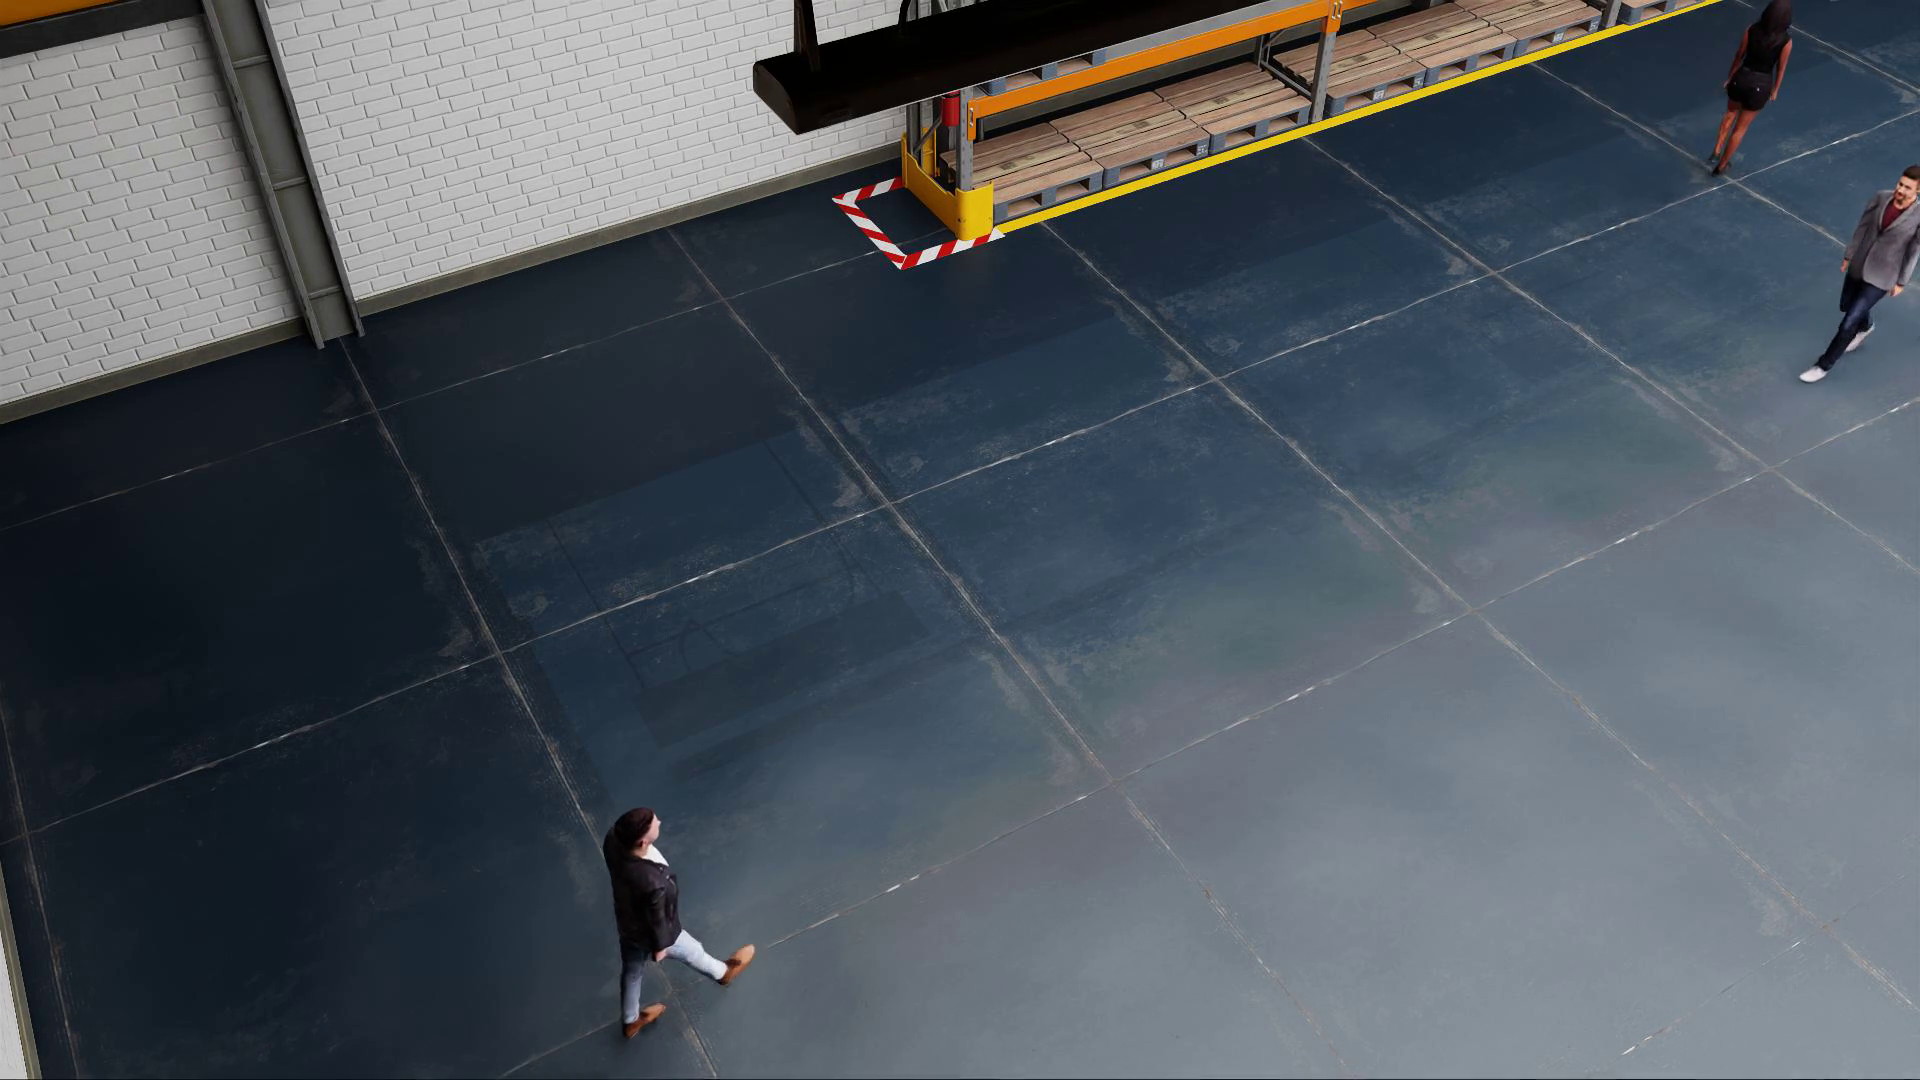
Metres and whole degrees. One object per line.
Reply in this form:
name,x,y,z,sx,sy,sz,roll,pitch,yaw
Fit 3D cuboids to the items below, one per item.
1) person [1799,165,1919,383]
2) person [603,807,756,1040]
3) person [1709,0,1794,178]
person,7.145,-2.101,12.943,1.147,1.843,0.715,-20,47,-19
person,-1.697,2.038,8.629,0.844,1.803,1.138,34,53,30
person,7.117,-4.057,15.079,0.654,1.730,0.666,-33,53,-30
